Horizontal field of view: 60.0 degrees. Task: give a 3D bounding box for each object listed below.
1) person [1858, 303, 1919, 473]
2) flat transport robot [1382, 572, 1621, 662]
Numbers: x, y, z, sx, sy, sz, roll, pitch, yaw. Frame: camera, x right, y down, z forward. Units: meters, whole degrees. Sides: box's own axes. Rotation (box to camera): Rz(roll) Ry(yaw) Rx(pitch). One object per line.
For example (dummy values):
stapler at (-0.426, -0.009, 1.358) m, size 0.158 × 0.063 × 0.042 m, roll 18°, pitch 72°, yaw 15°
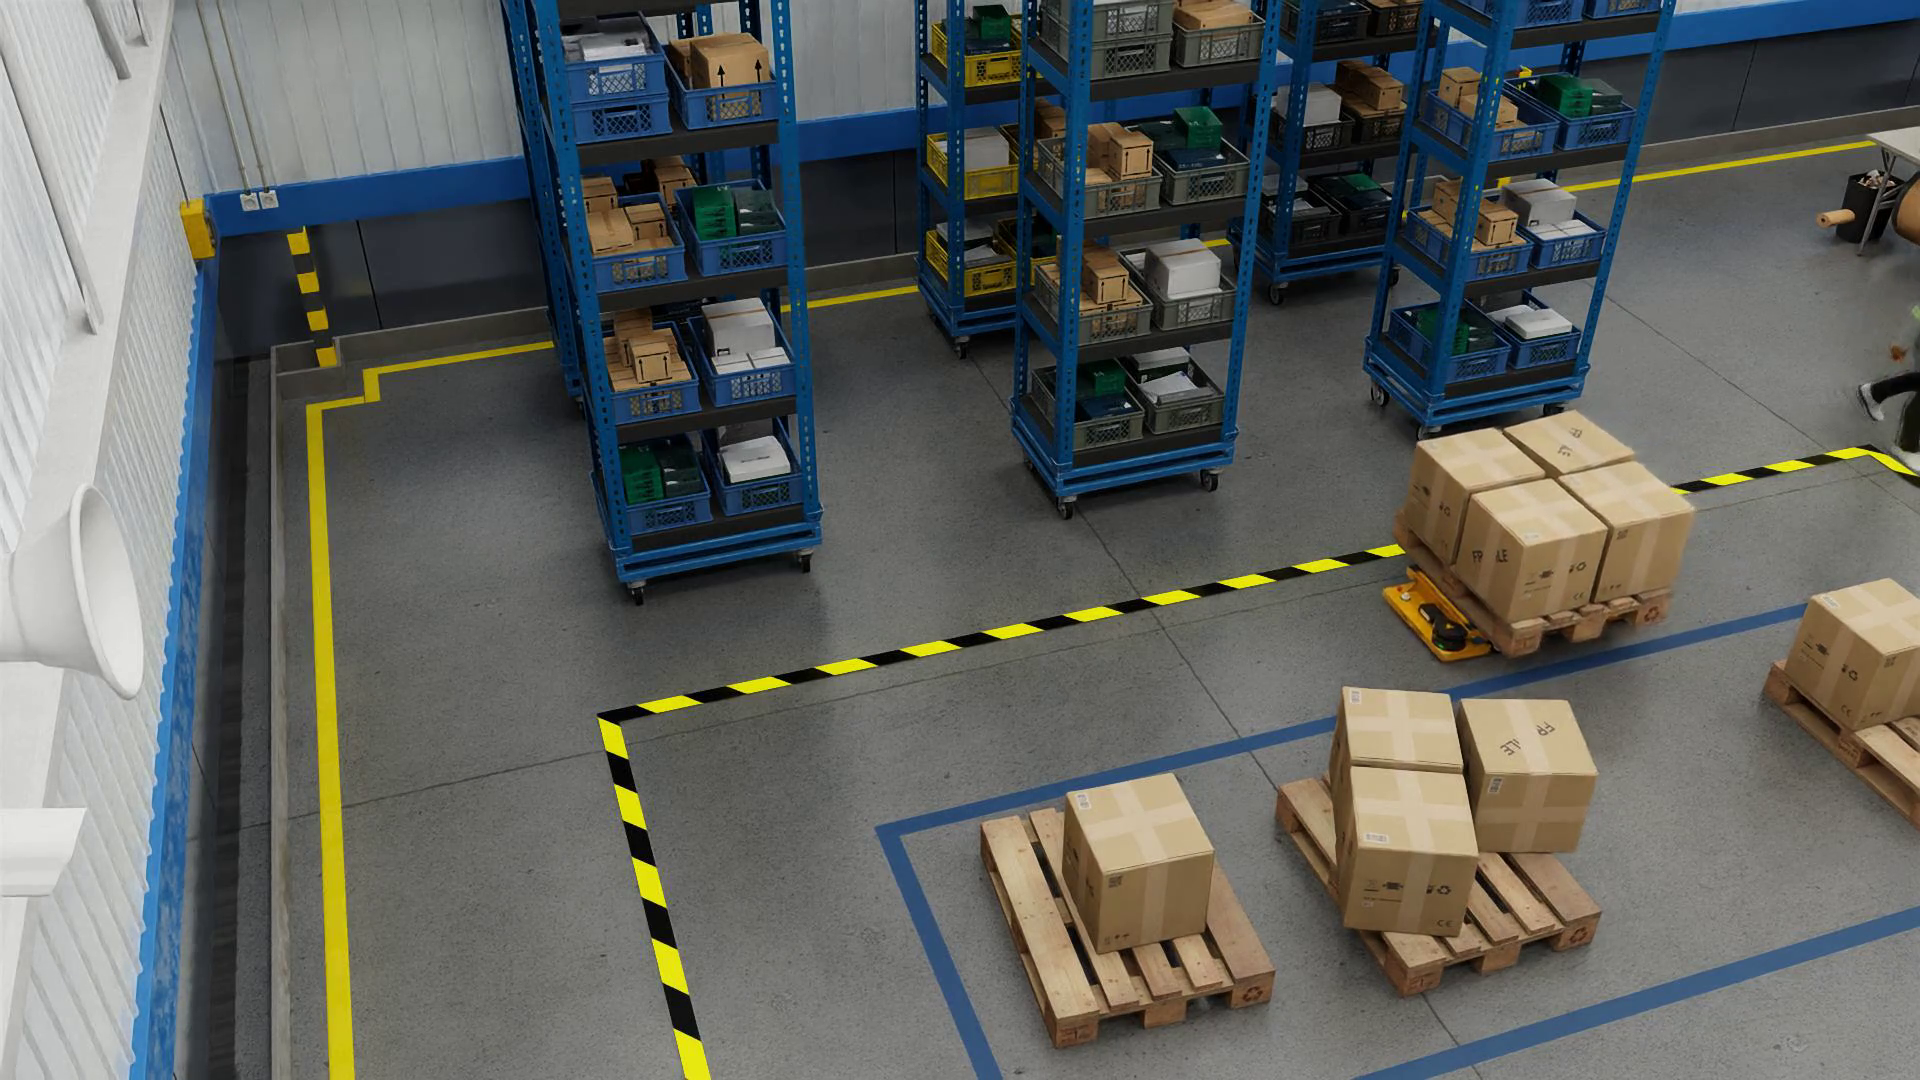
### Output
person at (6.233, -1.334, 10.607) m, size 0.596 × 1.813 × 0.760 m, roll -15°, pitch 38°, yaw -21°
flat transport robot at (3.242, 0.300, 9.605) m, size 1.431 × 0.197 × 0.652 m, roll -11°, pitch 37°, yaw -15°
